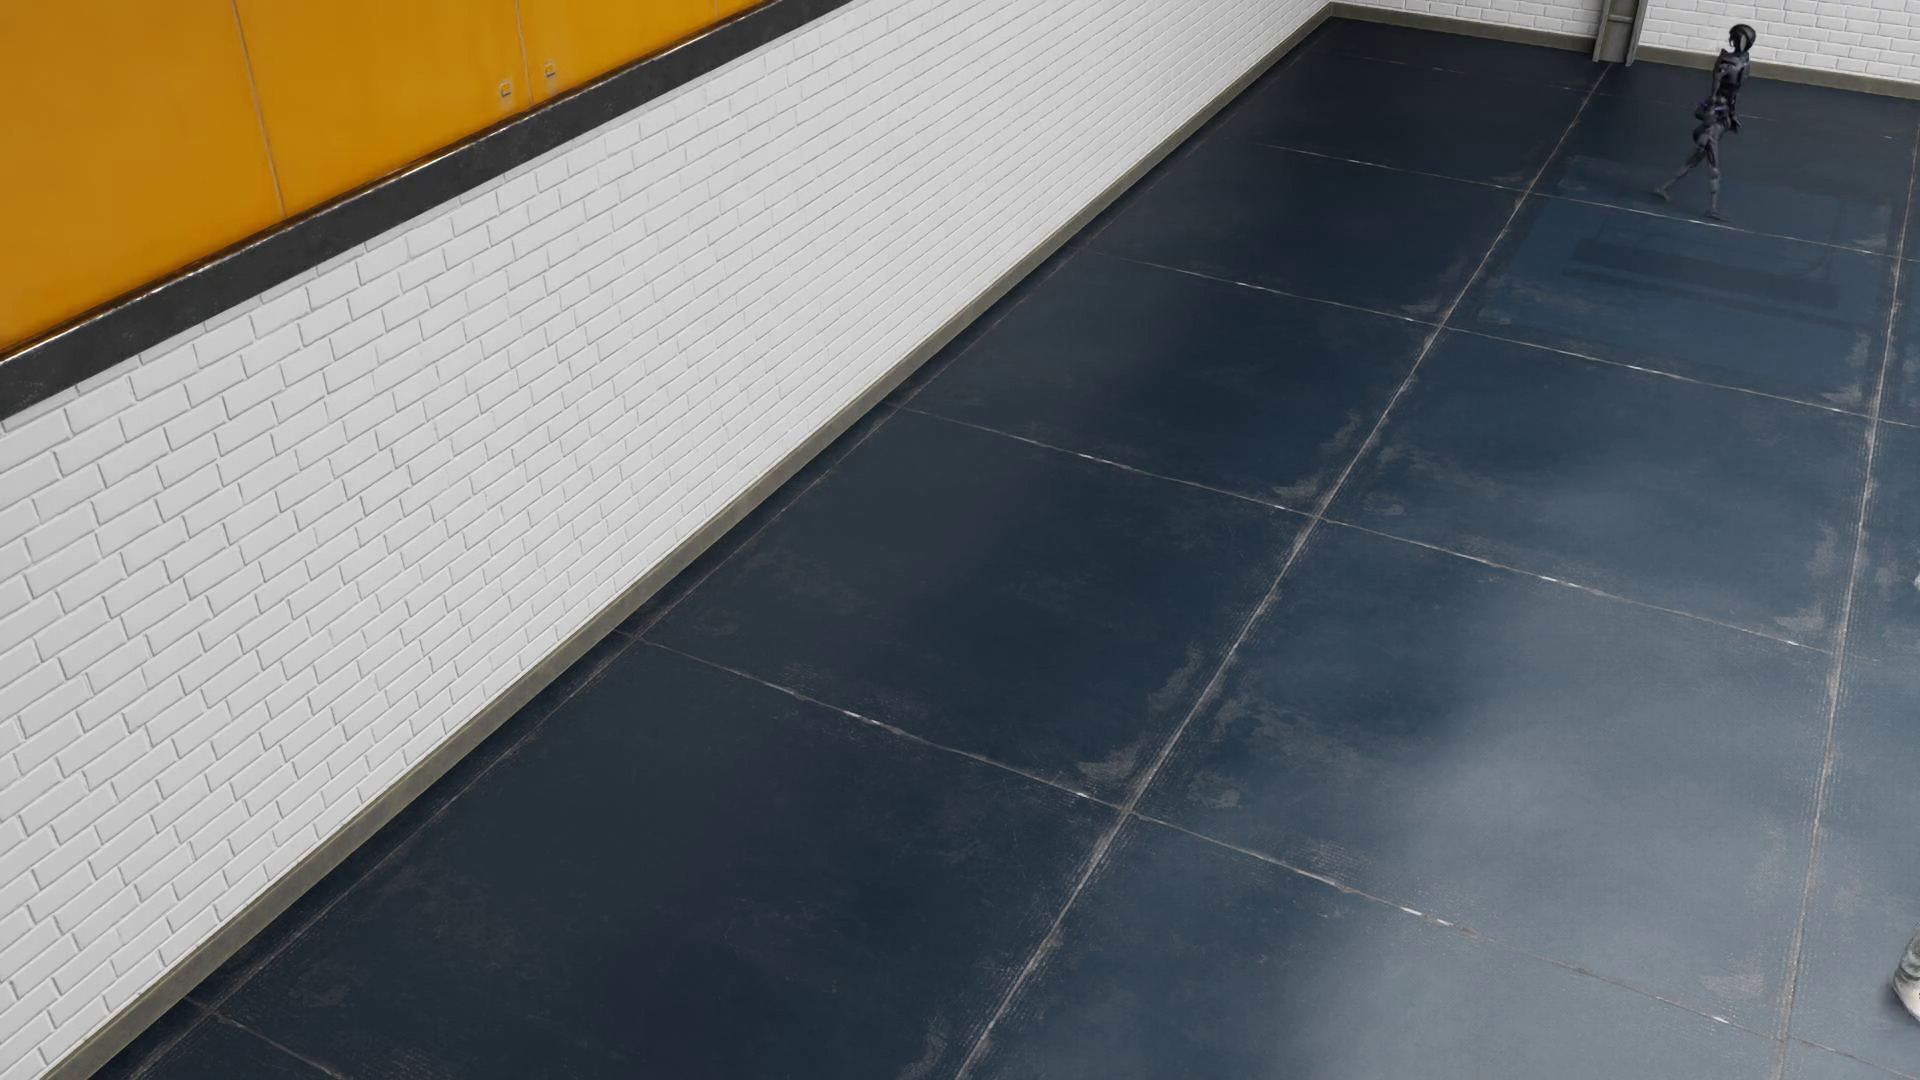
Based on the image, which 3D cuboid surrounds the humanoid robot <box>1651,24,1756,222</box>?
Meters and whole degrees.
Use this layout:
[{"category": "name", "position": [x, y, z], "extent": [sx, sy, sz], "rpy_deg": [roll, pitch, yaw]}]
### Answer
[{"category": "humanoid robot", "position": [6.385, -3.558, 14.068], "extent": [0.789, 1.636, 0.611], "rpy_deg": [29, 43, 36]}]

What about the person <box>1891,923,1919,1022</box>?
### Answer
[{"category": "person", "position": [4.239, 1.318, 6.702], "extent": [0.573, 1.731, 0.356], "rpy_deg": [0, 34, 0]}]
